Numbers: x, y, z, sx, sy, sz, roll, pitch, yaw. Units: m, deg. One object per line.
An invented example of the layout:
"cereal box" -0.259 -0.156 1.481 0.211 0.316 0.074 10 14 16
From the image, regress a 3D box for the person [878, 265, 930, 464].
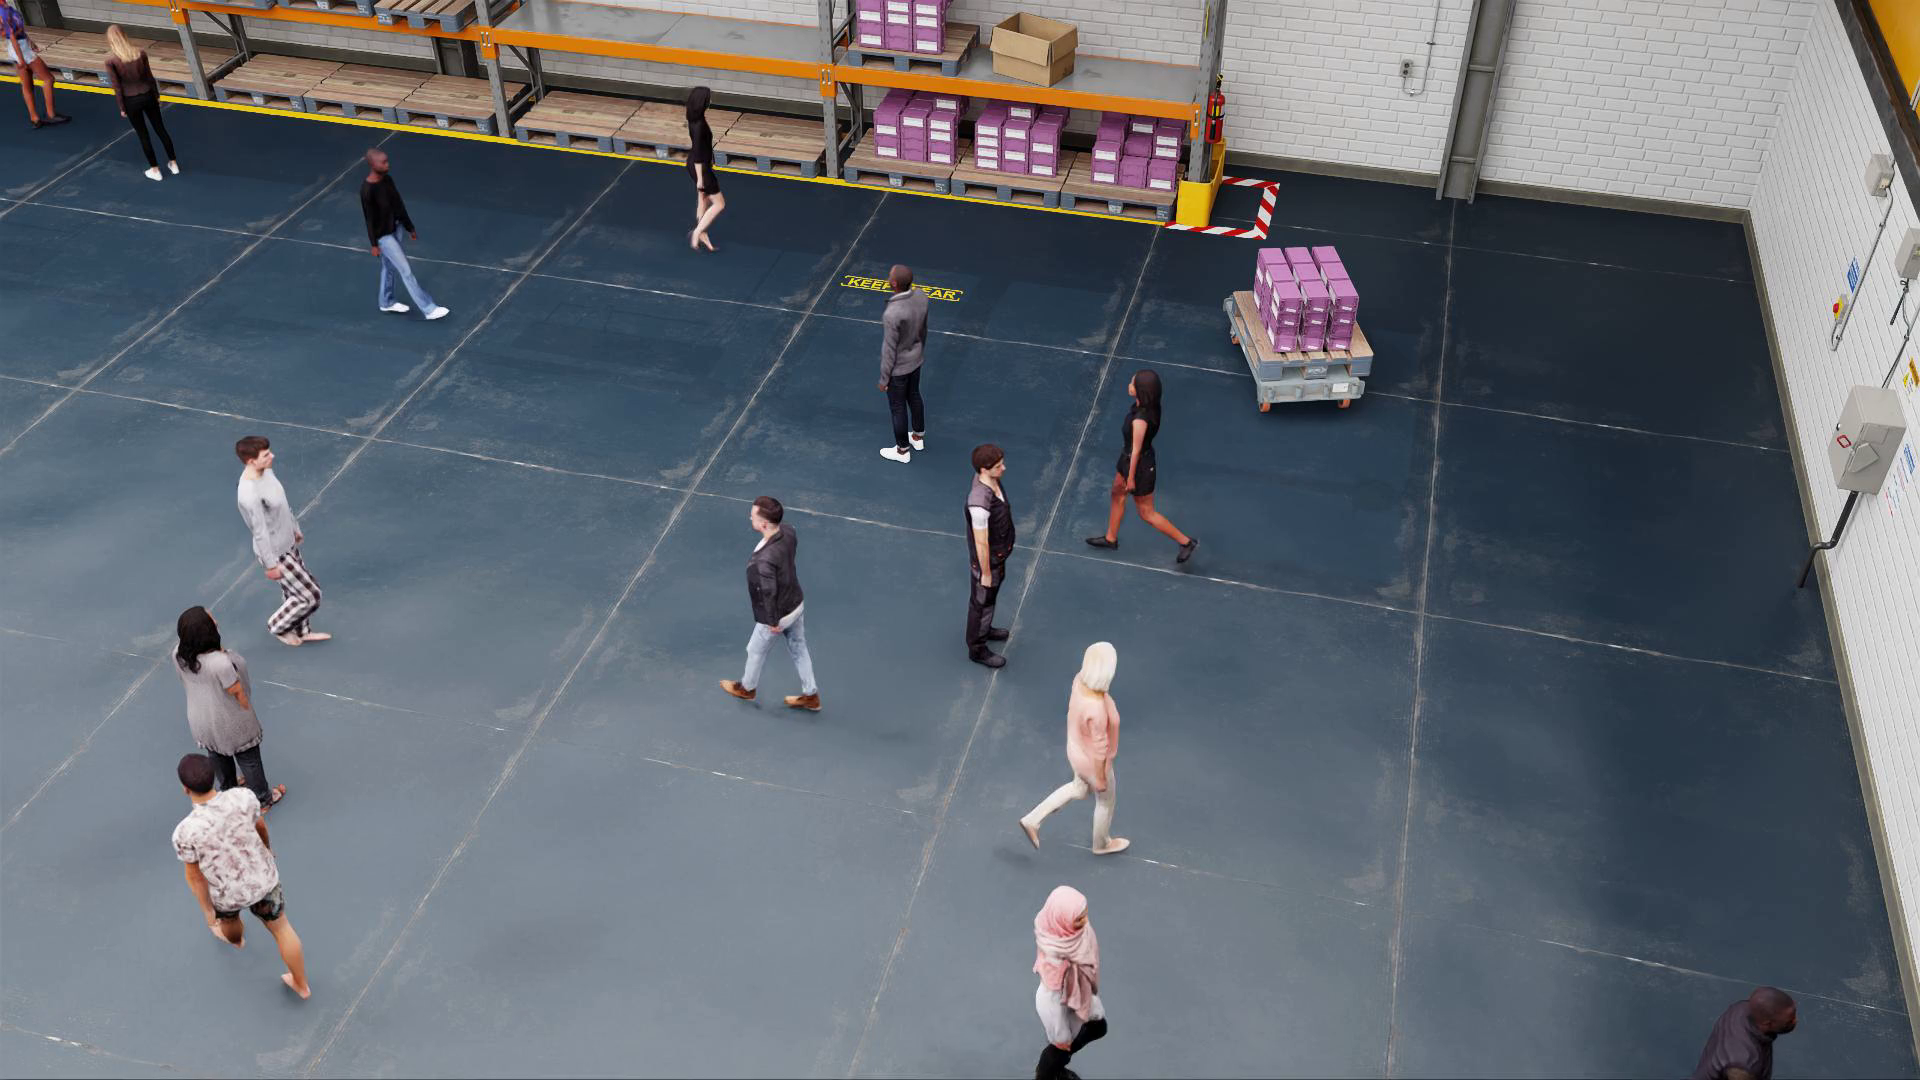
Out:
"person" -0.464 -1.467 13.812 0.737 1.817 0.800 25 45 28

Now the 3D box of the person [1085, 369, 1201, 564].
"person" 1.452 -0.521 12.713 1.132 1.709 0.627 7 39 9

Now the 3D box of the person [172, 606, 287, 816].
"person" -4.786 1.110 10.756 0.612 1.603 0.701 12 40 15

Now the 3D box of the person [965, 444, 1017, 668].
"person" 0.188 0.082 11.847 0.610 1.848 0.692 4 39 5

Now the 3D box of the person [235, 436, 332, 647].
"person" -4.968 0.056 11.889 0.840 1.837 0.791 -4 39 -5

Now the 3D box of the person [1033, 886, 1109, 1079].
"person" 0.473 2.448 8.930 0.639 1.792 0.650 12 40 15

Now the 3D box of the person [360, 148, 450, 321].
"person" -5.461 -2.868 15.647 1.027 1.715 0.645 8 39 10

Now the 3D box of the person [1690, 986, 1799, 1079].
"person" 3.749 2.863 8.409 1.196 1.792 0.901 20 43 23

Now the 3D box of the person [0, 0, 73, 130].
"person" -10.782 -5.512 18.945 0.809 1.731 0.747 -25 45 -28

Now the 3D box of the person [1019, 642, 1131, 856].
"person" 0.730 1.345 10.385 1.060 1.699 0.893 -6 39 -7

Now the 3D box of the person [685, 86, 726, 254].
"person" -2.659 -3.641 16.555 0.799 1.790 0.740 -9 40 -12

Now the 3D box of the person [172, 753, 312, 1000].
"person" -4.079 1.981 9.526 1.225 1.776 1.019 30 48 32

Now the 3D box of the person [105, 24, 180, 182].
"person" -8.876 -4.738 17.999 0.659 1.703 0.677 29 47 31

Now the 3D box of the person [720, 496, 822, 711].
"person" -1.145 0.488 11.366 1.005 1.813 0.740 15 41 18
